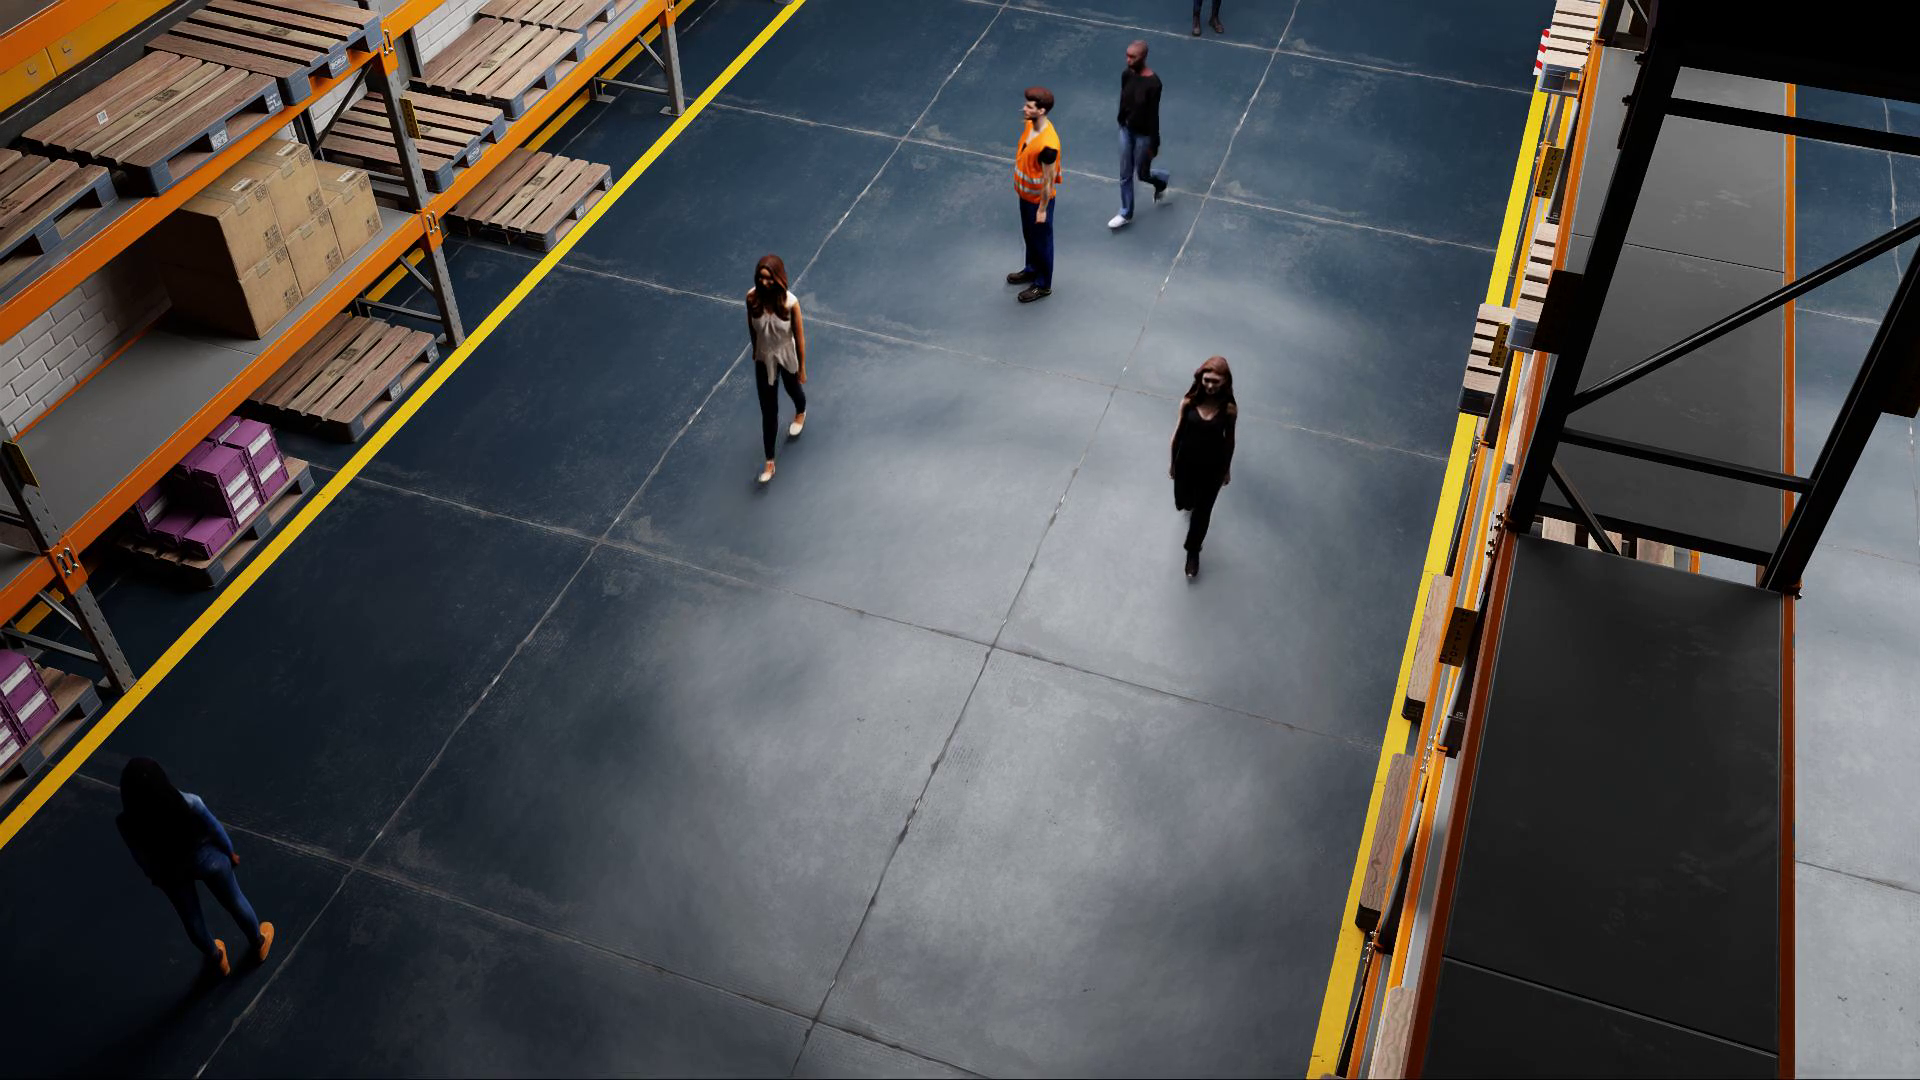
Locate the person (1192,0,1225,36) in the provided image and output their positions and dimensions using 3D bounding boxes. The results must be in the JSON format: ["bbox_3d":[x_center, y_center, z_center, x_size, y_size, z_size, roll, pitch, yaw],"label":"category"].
[{"bbox_3d":[2.648,-6.082,17.134,0.656,1.738,0.684,-8,44,-8],"label":"person"}]

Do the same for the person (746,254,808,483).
[{"bbox_3d":[-1.285,-1.350,12.169,0.693,1.735,1.153,10,44,10],"label":"person"}]

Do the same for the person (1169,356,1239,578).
[{"bbox_3d":[1.663,-0.593,11.378,0.675,1.729,1.021,8,44,8],"label":"person"}]

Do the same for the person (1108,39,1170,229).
[{"bbox_3d":[1.605,-3.553,14.482,0.859,1.735,1.037,33,53,30],"label":"person"}]

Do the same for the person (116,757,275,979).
[{"bbox_3d":[-4.123,1.758,8.921,0.673,1.715,0.720,-15,46,-15],"label":"person"}]

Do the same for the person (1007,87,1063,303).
[{"bbox_3d":[0.636,-2.846,13.628,0.844,1.888,0.764,-12,45,-13],"label":"person"}]
